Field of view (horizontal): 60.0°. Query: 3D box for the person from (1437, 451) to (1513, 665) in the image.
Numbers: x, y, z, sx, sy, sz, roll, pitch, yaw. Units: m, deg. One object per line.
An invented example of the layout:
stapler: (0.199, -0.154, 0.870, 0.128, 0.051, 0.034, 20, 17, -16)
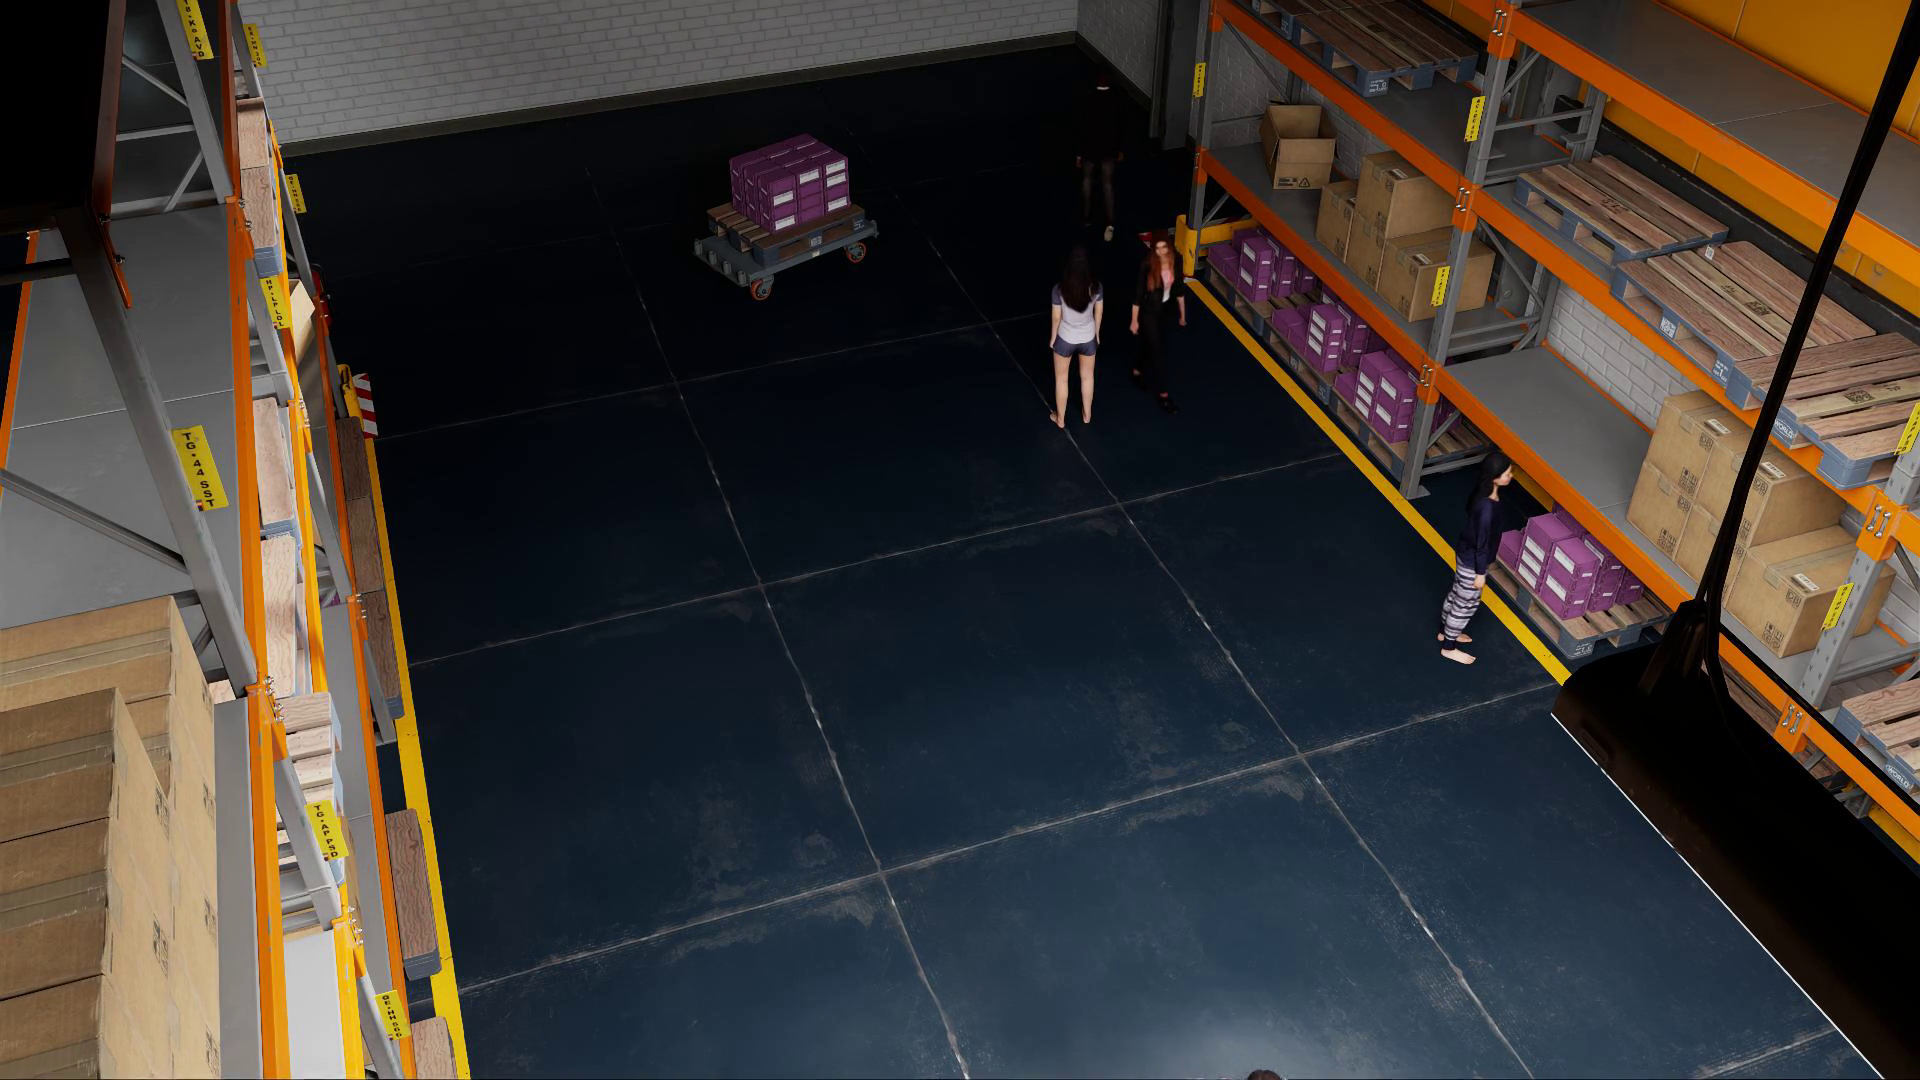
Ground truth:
person: (3.598, 0.104, 11.639, 0.742, 1.735, 0.626, 7, 39, 8)

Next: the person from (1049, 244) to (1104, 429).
person: (0.962, -1.707, 13.930, 0.621, 1.706, 0.568, -7, 39, -9)

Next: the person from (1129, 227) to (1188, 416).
person: (1.627, -1.987, 14.307, 0.765, 1.674, 1.026, -23, 44, -26)

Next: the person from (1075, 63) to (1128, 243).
person: (1.407, -3.817, 16.519, 0.849, 1.773, 1.170, -4, 39, -5)
